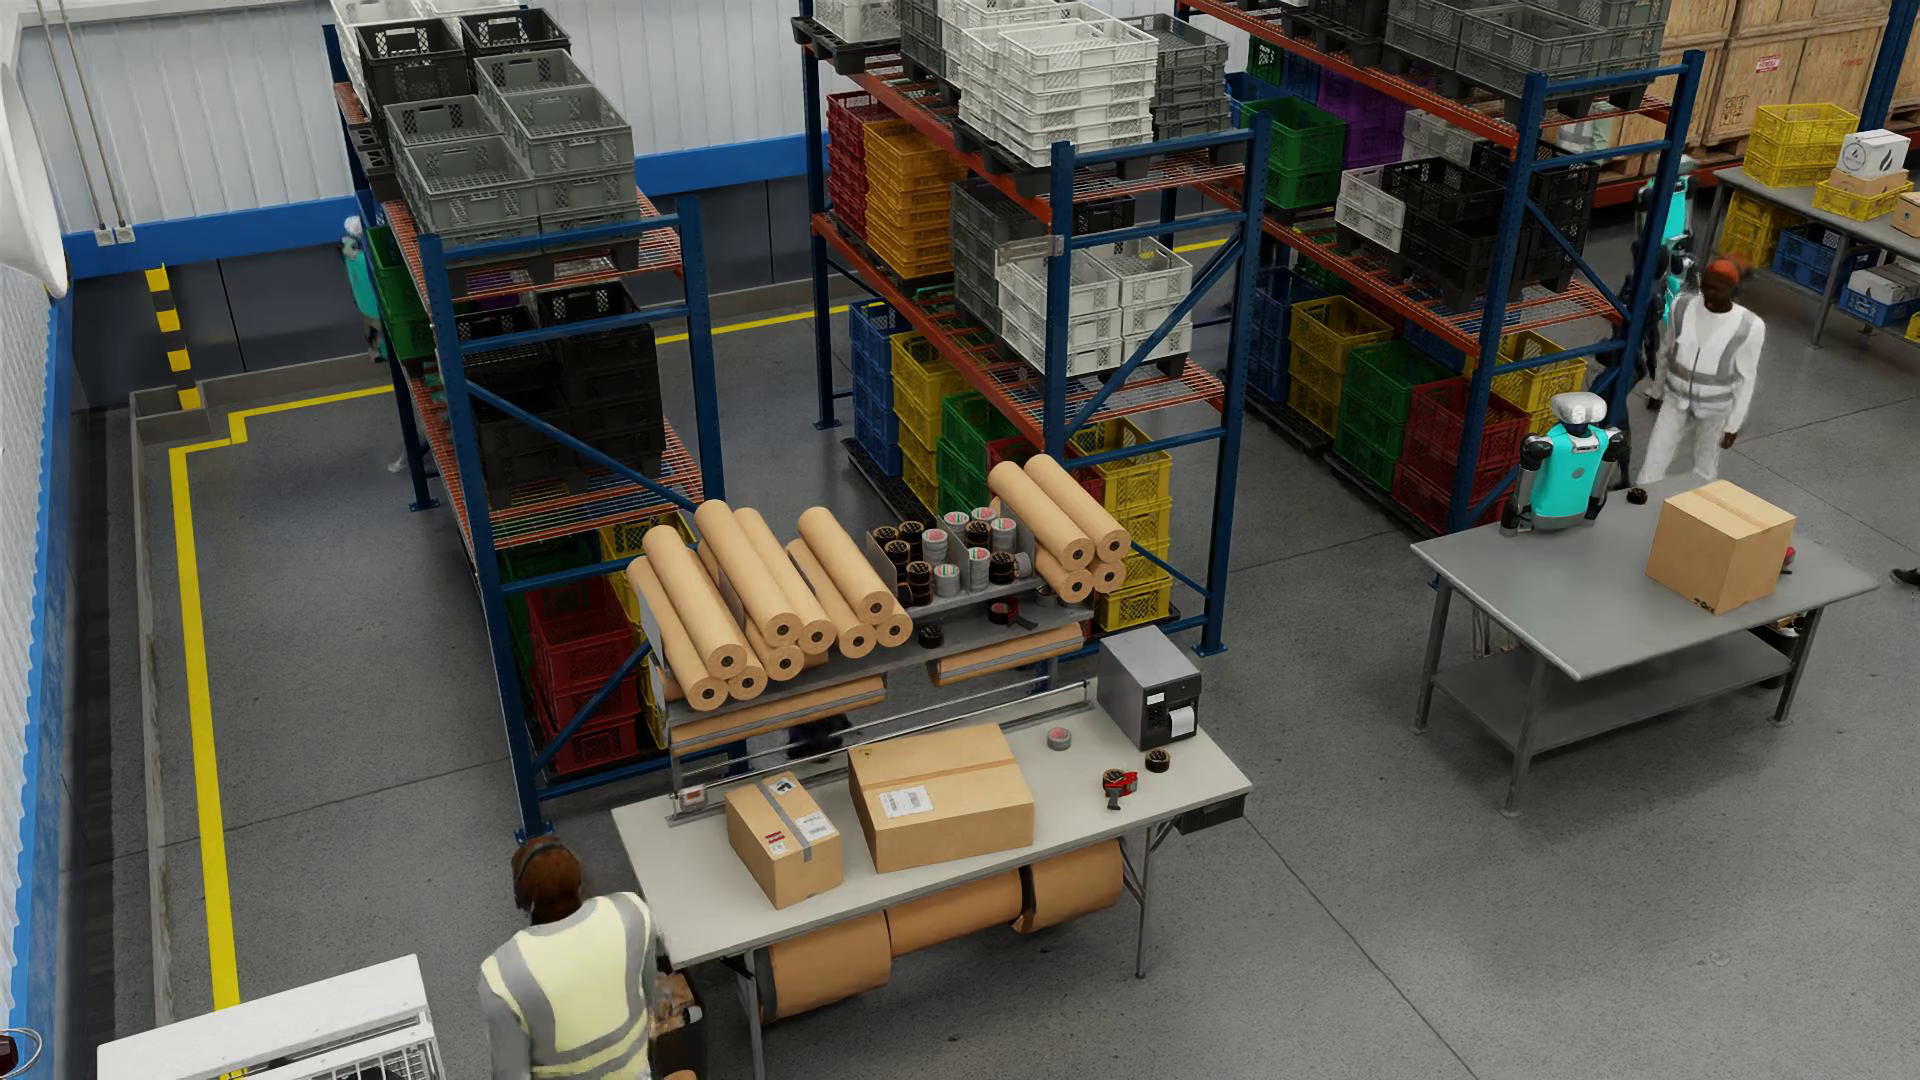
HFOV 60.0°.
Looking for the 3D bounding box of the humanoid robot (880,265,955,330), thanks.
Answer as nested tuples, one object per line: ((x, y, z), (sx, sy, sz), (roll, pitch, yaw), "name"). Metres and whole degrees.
((-0.229, -2.006, 11.873), (0.531, 1.803, 0.799), (-24, 39, -33), "humanoid robot")

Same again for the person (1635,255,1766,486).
((4.286, -0.776, 9.739), (0.600, 1.837, 0.902), (27, 40, 36), "person")

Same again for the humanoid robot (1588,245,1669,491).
((4.191, -1.105, 10.478), (0.584, 1.635, 0.783), (-26, 40, -35), "humanoid robot")

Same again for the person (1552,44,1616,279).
((4.920, -3.038, 13.304), (0.404, 1.945, 0.611), (-3, 32, -5), "person")

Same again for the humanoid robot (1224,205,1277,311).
((2.328, -2.503, 12.722), (0.550, 1.630, 0.589), (-4, 32, -7), "humanoid robot")

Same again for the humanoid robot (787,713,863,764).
((-0.645, 0.896, 7.234), (0.768, 1.644, 0.611), (1, 32, 2), "humanoid robot")

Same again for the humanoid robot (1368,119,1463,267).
((3.229, -2.359, 12.427), (0.923, 1.788, 0.550), (16, 35, 24), "humanoid robot")

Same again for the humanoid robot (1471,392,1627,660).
((2.919, -0.090, 8.588), (0.533, 1.677, 0.735), (-7, 32, -11), "humanoid robot")

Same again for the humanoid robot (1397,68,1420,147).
((3.660, -3.255, 13.899), (0.315, 1.657, 0.599), (1, 32, 1), "humanoid robot")

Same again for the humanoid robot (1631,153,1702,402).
((4.889, -1.672, 11.313), (0.554, 1.795, 0.805), (-16, 35, -24), "humanoid robot")

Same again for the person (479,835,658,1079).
((-1.281, 1.766, 5.652), (0.629, 1.788, 0.989), (-19, 36, -28), "person")

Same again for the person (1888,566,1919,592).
((5.886, -0.355, 9.110), (0.951, 1.779, 0.613), (8, 33, 13), "person")

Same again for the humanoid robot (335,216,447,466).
((-3.425, -1.321, 10.750), (0.576, 1.778, 0.953), (26, 40, 36), "humanoid robot")
